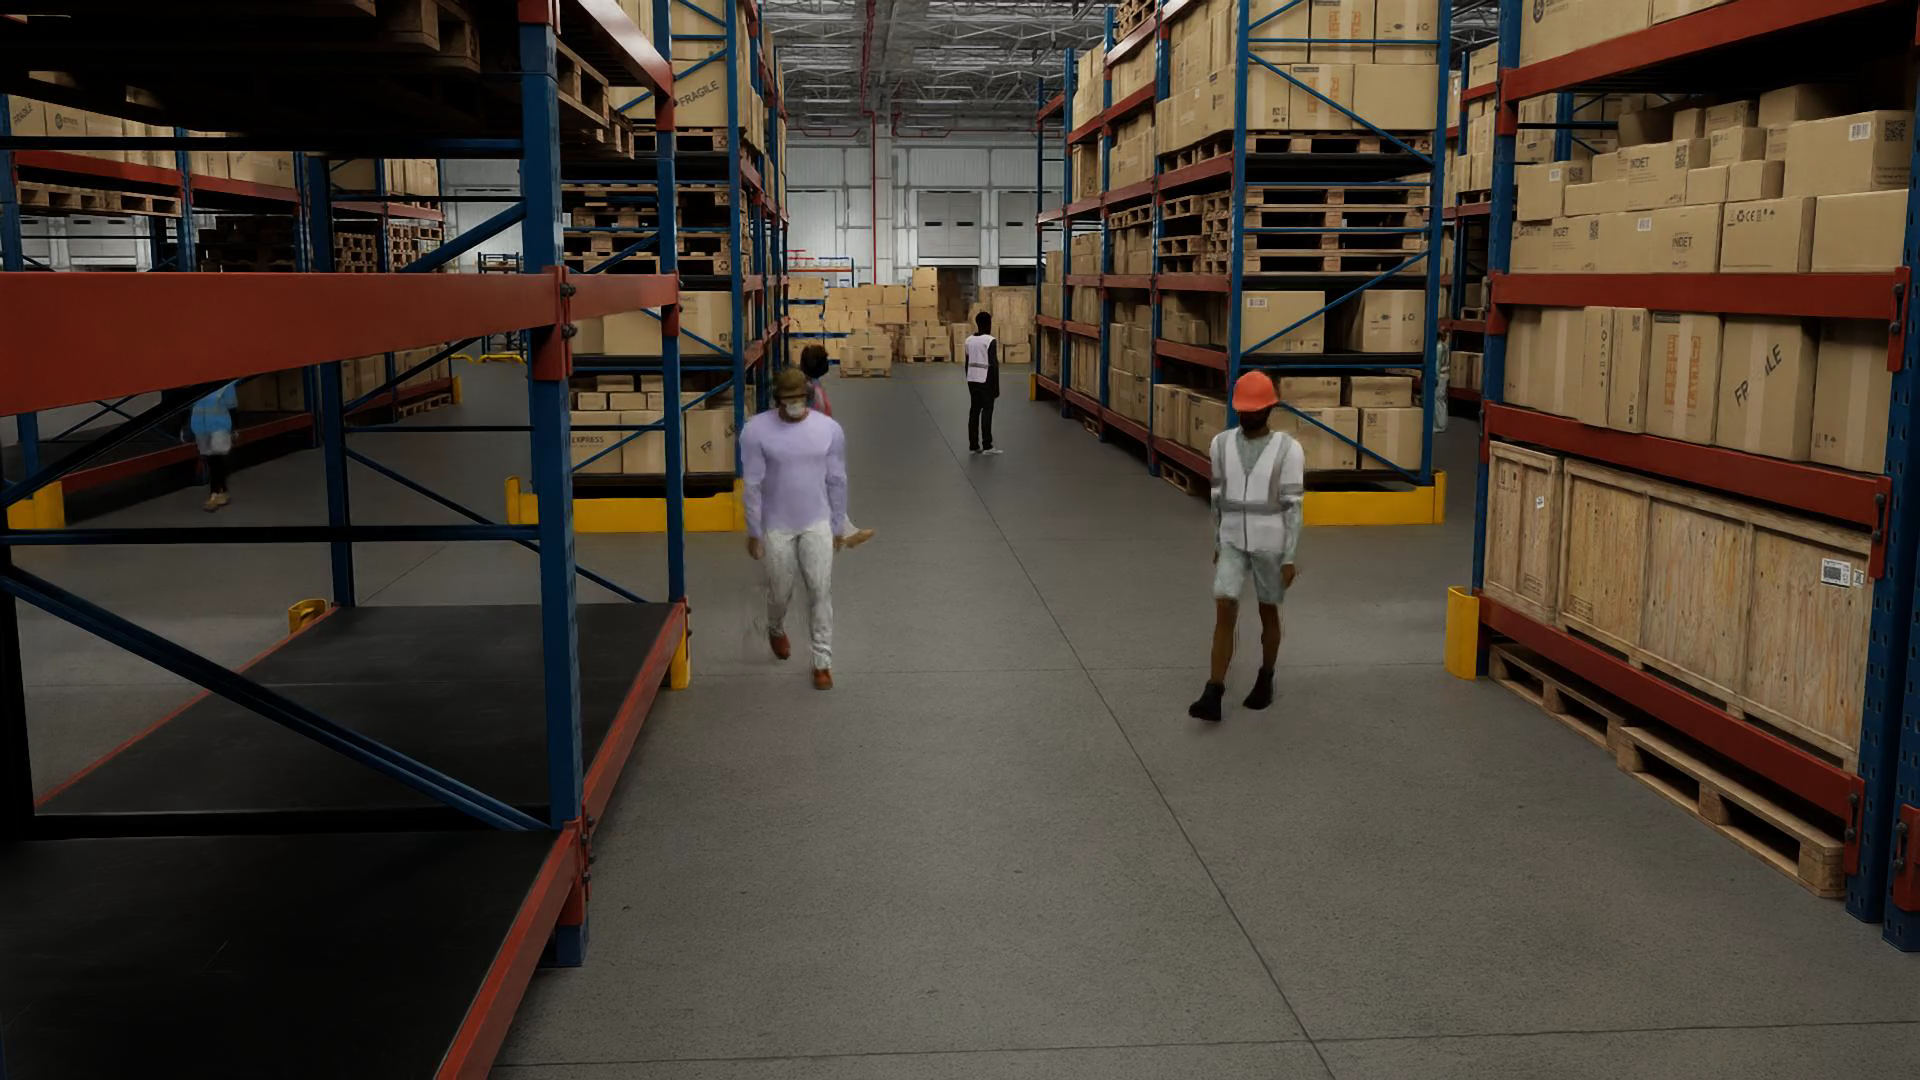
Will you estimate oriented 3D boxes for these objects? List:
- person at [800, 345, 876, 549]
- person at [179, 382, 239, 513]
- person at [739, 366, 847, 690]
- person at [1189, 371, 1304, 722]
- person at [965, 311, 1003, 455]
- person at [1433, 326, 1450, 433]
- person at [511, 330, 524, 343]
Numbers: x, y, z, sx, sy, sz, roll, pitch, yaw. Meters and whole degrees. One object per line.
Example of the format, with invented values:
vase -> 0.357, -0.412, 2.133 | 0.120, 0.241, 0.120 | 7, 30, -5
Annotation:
person -> -1.232, -0.812, 14.623 | 0.945, 1.789, 0.654 | 0, 9, 0
person -> -7.680, -1.123, 17.040 | 0.540, 1.649, 0.892 | 0, 9, -1
person -> -0.987, -0.096, 9.840 | 0.639, 1.896, 0.715 | -2, 9, -15
person -> 1.546, 0.048, 8.922 | 0.555, 1.884, 0.982 | 5, 10, 28
person -> 0.300, -2.101, 22.323 | 0.391, 1.922, 0.590 | -8, 12, -42
person -> 7.336, -2.457, 25.471 | 0.317, 1.630, 0.519 | 3, 9, 17
person -> -15.412, -7.693, 57.778 | 0.706, 1.820, 0.642 | 1, 9, 6
